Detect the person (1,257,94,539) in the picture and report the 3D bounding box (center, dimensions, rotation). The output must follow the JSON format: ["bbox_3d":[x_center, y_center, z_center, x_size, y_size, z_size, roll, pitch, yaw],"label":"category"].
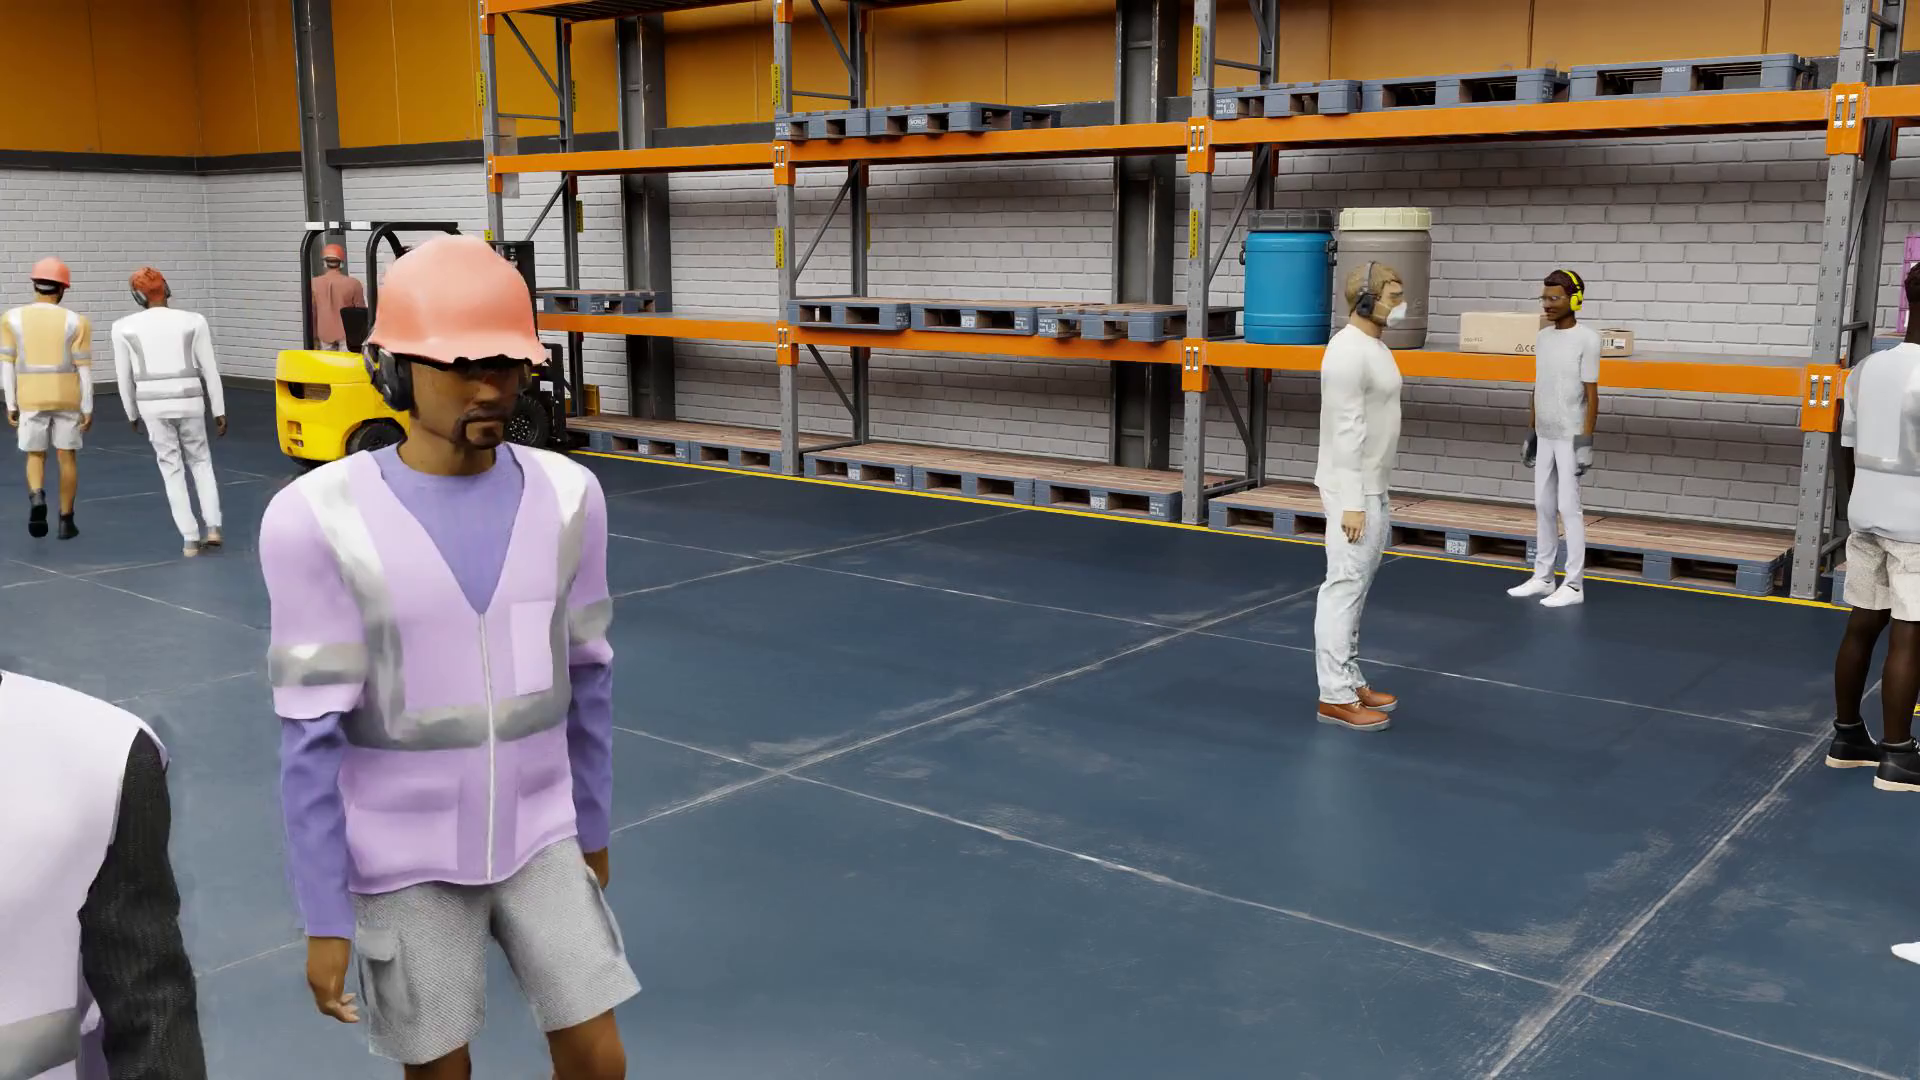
[{"bbox_3d":[-6.081,-0.926,11.117,0.563,1.912,0.590,-4,11,-21],"label":"person"}]

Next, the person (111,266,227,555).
[{"bbox_3d":[-5.077,-0.823,10.713,0.621,1.857,0.482,-5,11,-27],"label":"person"}]

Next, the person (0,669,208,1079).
[{"bbox_3d":[-1.154,0.767,1.879,0.605,1.869,1.031,-3,11,-16],"label":"person"}]

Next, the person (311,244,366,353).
[{"bbox_3d":[-6.805,-2.248,18.259,0.628,1.979,0.428,0,10,0],"label":"person"}]

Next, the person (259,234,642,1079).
[{"bbox_3d":[-0.823,0.515,2.803,0.624,2.027,0.408,-8,13,-37],"label":"person"}]

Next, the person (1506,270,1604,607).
[{"bbox_3d":[3.329,-0.562,9.259,0.322,1.861,0.515,-4,11,-20],"label":"person"}]

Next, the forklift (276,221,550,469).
[{"bbox_3d":[-4.922,-1.741,14.854,1.214,2.155,2.313,8,13,38],"label":"forklift"}]

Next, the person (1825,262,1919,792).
[{"bbox_3d":[3.513,-0.055,6.164,0.379,1.959,0.604,-1,10,-6],"label":"person"}]

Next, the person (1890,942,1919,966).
[{"bbox_3d":[3.094,0.428,4.485,0.855,1.599,0.524,3,11,18],"label":"person"}]

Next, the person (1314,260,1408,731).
[{"bbox_3d":[1.681,-0.185,6.961,0.379,1.936,0.636,4,11,22],"label":"person"}]
